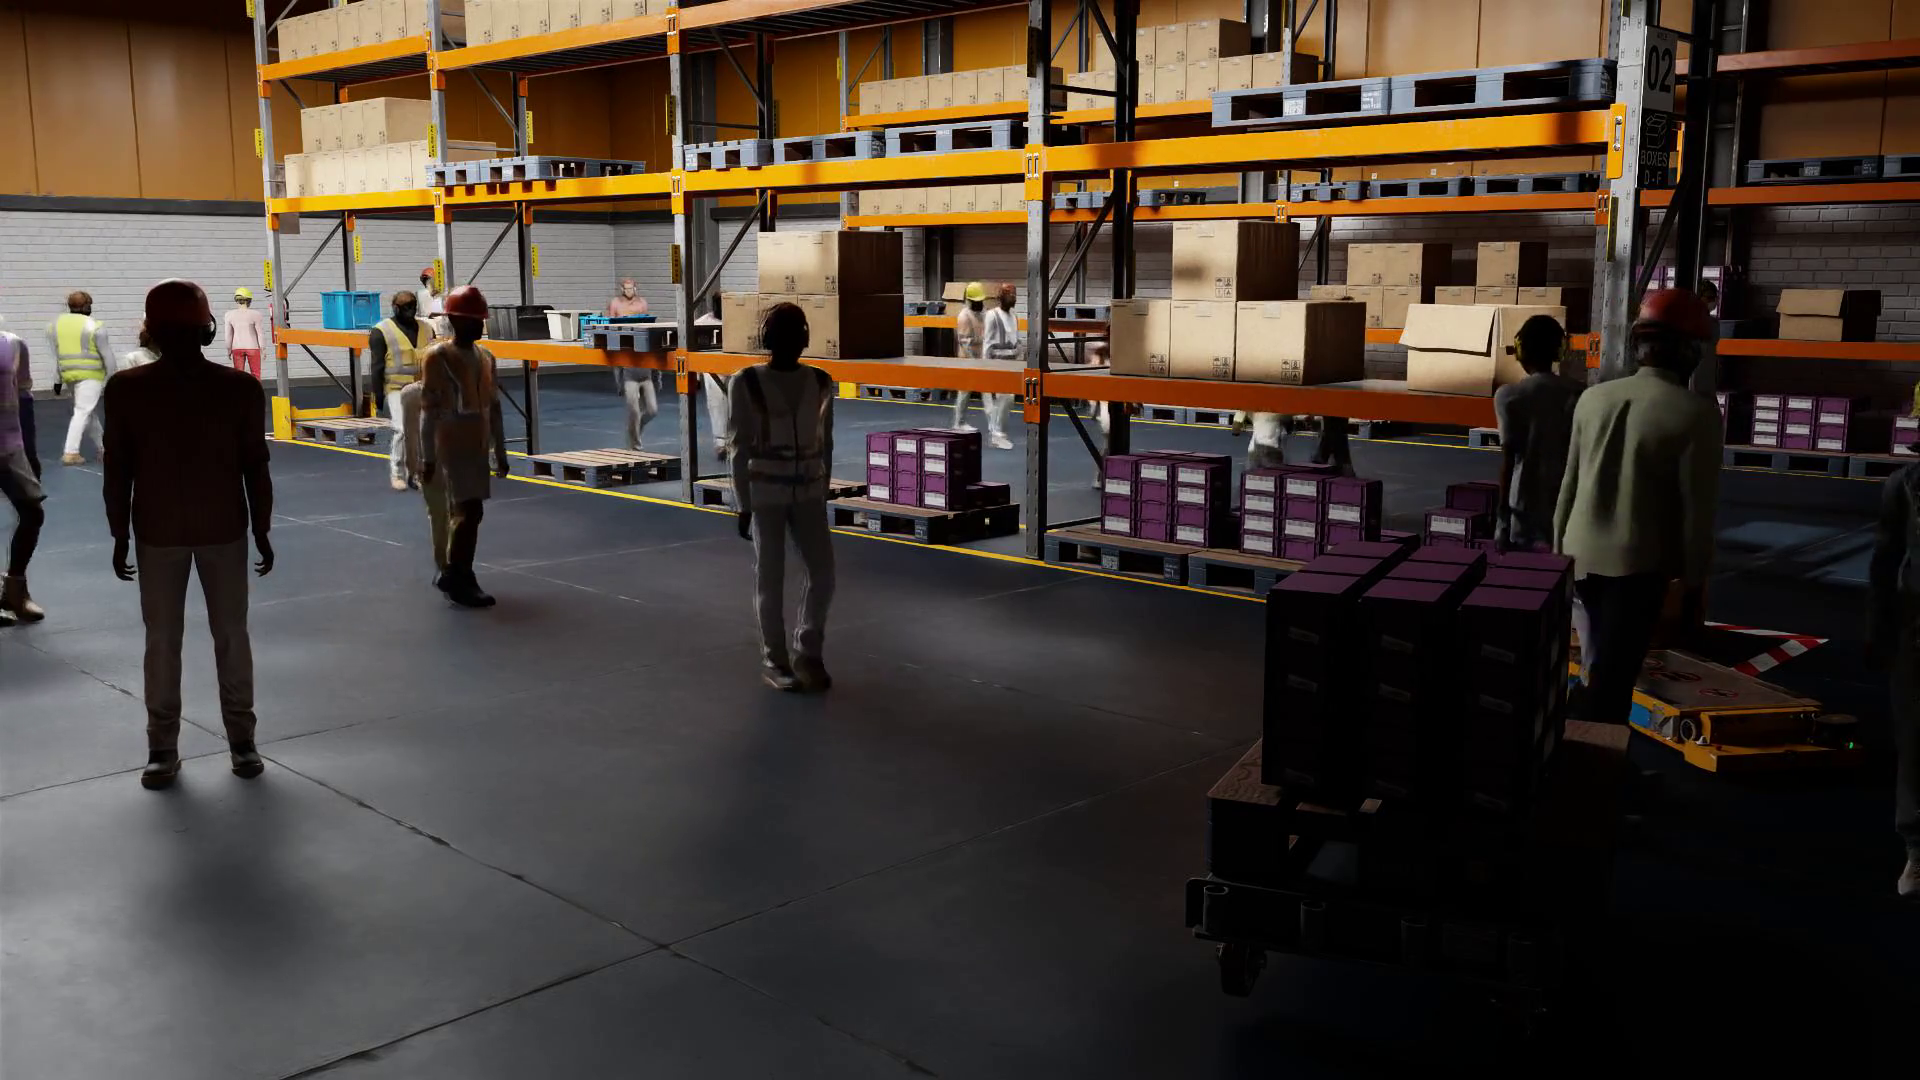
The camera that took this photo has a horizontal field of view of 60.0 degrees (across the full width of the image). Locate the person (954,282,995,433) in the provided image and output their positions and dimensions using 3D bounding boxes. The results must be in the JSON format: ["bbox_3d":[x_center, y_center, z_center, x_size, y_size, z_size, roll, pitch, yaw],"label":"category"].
[{"bbox_3d":[0.219,-2.225,20.413,0.646,1.854,0.852,-9,13,-42],"label":"person"}]

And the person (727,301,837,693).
[{"bbox_3d":[-0.816,-0.183,7.871,0.582,1.866,0.501,-5,10,-28],"label":"person"}]

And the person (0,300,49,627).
[{"bbox_3d":[-5.430,-0.497,9.313,0.540,2.021,0.632,6,11,32],"label":"person"}]

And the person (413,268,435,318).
[{"bbox_3d":[-8.447,-3.325,26.619,0.605,2.035,0.392,0,9,0],"label":"person"}]

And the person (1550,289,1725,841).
[{"bbox_3d":[2.463,0.089,5.980,0.764,1.950,0.652,-4,10,-25],"label":"person"}]

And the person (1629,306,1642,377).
[{"bbox_3d":[4.704,-0.760,11.716,0.525,1.769,0.315,-5,10,-26],"label":"person"}]

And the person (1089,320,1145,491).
[{"bbox_3d":[1.435,-1.199,14.862,0.540,1.602,0.708,-8,12,-41],"label":"person"}]

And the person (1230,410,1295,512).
[{"bbox_3d":[2.312,-1.001,13.054,0.798,1.798,0.617,7,11,36],"label":"person"}]

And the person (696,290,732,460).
[{"bbox_3d":[-2.515,-1.760,17.770,0.630,1.794,0.975,-4,10,-22],"label":"person"}]

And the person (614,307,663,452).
[{"bbox_3d":[-3.483,-1.692,17.862,0.531,1.617,0.471,-7,11,-36],"label":"person"}]

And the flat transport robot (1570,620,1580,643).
[{"bbox_3d":[2.745,0.551,8.243,1.431,0.197,0.652,-2,9,-9],"label":"flat transport robot"}]

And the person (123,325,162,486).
[{"bbox_3d":[-6.550,-0.980,13.607,0.879,1.589,0.518,7,12,37],"label":"person"}]

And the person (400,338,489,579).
[{"bbox_3d":[-3.216,-0.464,10.393,0.515,1.598,0.767,-2,9,-11],"label":"person"}]

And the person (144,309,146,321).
[{"bbox_3d":[-11.213,-2.721,23.565,0.591,1.822,0.404,-5,10,-26],"label":"person"}]

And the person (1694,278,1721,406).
[{"bbox_3d":[6.347,-1.283,14.398,0.638,1.939,0.365,-6,11,-33],"label":"person"}]

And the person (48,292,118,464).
[{"bbox_3d":[-9.155,-1.698,17.415,0.635,1.792,0.987,2,9,11],"label":"person"}]

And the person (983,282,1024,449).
[{"bbox_3d":[0.540,-1.930,18.570,0.526,1.867,0.615,6,11,33],"label":"person"}]

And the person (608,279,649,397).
[{"bbox_3d":[-5.261,-3.209,26.411,0.659,1.879,0.808,-2,9,-13],"label":"person"}]

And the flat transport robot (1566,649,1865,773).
[{"bbox_3d":[3.181,0.708,7.280,0.652,0.197,1.431,-2,9,-9],"label":"flat transport robot"}]

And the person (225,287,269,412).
[{"bbox_3d":[-10.047,-2.669,23.424,0.534,1.766,0.317,-1,9,-7],"label":"person"}]

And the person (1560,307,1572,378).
[{"bbox_3d":[6.222,-1.629,17.428,0.523,1.640,0.306,-9,13,-44],"label":"person"}]

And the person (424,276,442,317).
[{"bbox_3d":[-7.005,-2.613,22.592,0.608,1.926,0.645,-3,10,-17],"label":"person"}]

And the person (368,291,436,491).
[{"bbox_3d":[-5.001,-1.342,15.116,0.462,1.827,0.645,7,12,38],"label":"person"}]

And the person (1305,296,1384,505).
[{"bbox_3d":[3.150,-1.098,13.700,0.525,1.787,1.018,-6,11,-32],"label":"person"}]

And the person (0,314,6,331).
[{"bbox_3d":[-9.918,-1.660,16.716,0.641,1.923,0.807,-7,12,-37],"label":"person"}]

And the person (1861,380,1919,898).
[{"bbox_3d":[3.124,0.312,5.264,0.508,1.710,0.400,9,13,43],"label":"person"}]

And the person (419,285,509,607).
[{"bbox_3d":[-2.920,-0.541,9.885,0.406,1.921,0.576,4,10,24],"label":"person"}]

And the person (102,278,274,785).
[{"bbox_3d":[-3.036,-0.031,6.577,0.611,1.985,0.393,-4,10,-23],"label":"person"}]

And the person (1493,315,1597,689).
[{"bbox_3d":[2.740,-0.121,7.673,0.586,1.820,0.887,-2,9,-10],"label":"person"}]
